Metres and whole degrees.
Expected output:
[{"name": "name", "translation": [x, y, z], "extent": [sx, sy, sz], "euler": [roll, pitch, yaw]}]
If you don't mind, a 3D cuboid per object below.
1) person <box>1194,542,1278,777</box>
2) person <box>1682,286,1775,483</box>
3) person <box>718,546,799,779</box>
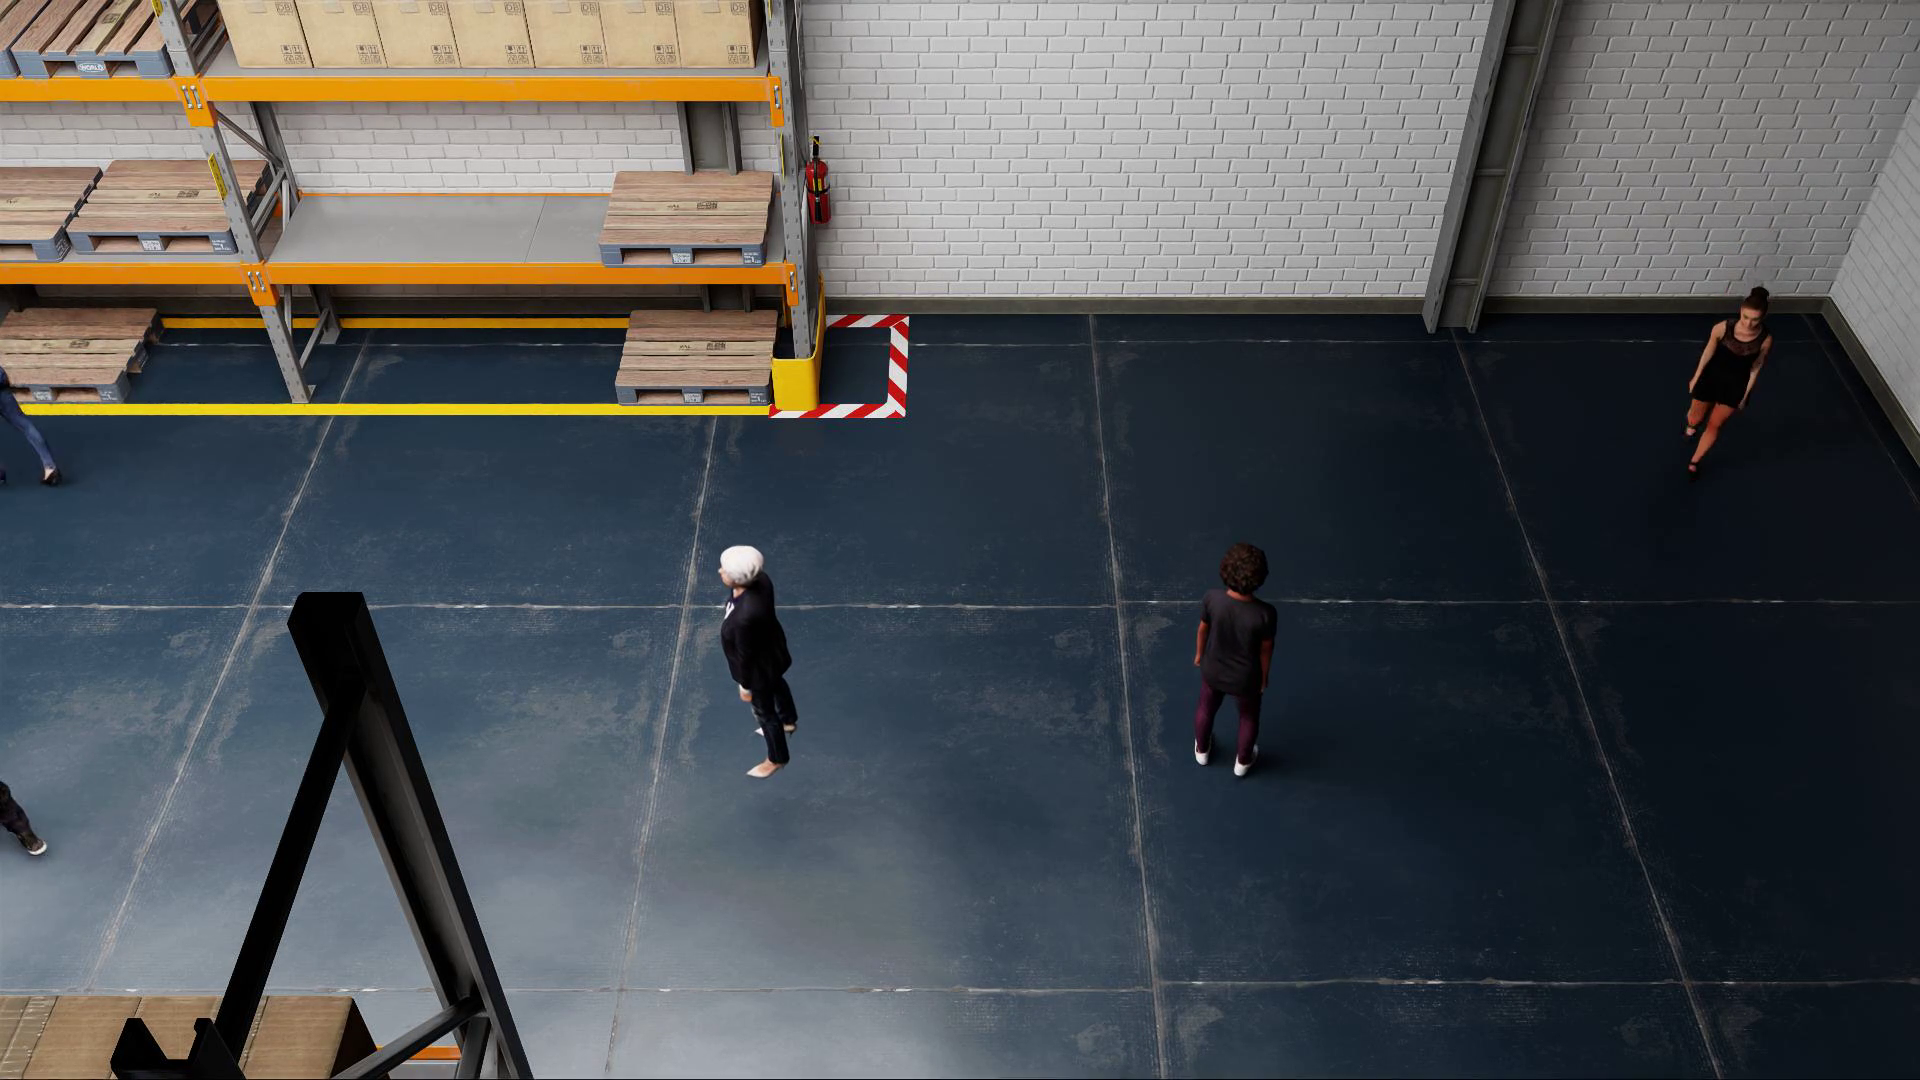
[{"name": "person", "translation": [1.624, 0.738, 9.935], "extent": [0.647, 1.778, 0.777], "euler": [17, 46, 17]}, {"name": "person", "translation": [5.557, -1.181, 12.035], "extent": [0.809, 1.660, 0.804], "euler": [17, 46, 18]}, {"name": "person", "translation": [-1.112, 0.624, 9.263], "extent": [0.608, 1.775, 0.727], "euler": [4, 44, 4]}]
